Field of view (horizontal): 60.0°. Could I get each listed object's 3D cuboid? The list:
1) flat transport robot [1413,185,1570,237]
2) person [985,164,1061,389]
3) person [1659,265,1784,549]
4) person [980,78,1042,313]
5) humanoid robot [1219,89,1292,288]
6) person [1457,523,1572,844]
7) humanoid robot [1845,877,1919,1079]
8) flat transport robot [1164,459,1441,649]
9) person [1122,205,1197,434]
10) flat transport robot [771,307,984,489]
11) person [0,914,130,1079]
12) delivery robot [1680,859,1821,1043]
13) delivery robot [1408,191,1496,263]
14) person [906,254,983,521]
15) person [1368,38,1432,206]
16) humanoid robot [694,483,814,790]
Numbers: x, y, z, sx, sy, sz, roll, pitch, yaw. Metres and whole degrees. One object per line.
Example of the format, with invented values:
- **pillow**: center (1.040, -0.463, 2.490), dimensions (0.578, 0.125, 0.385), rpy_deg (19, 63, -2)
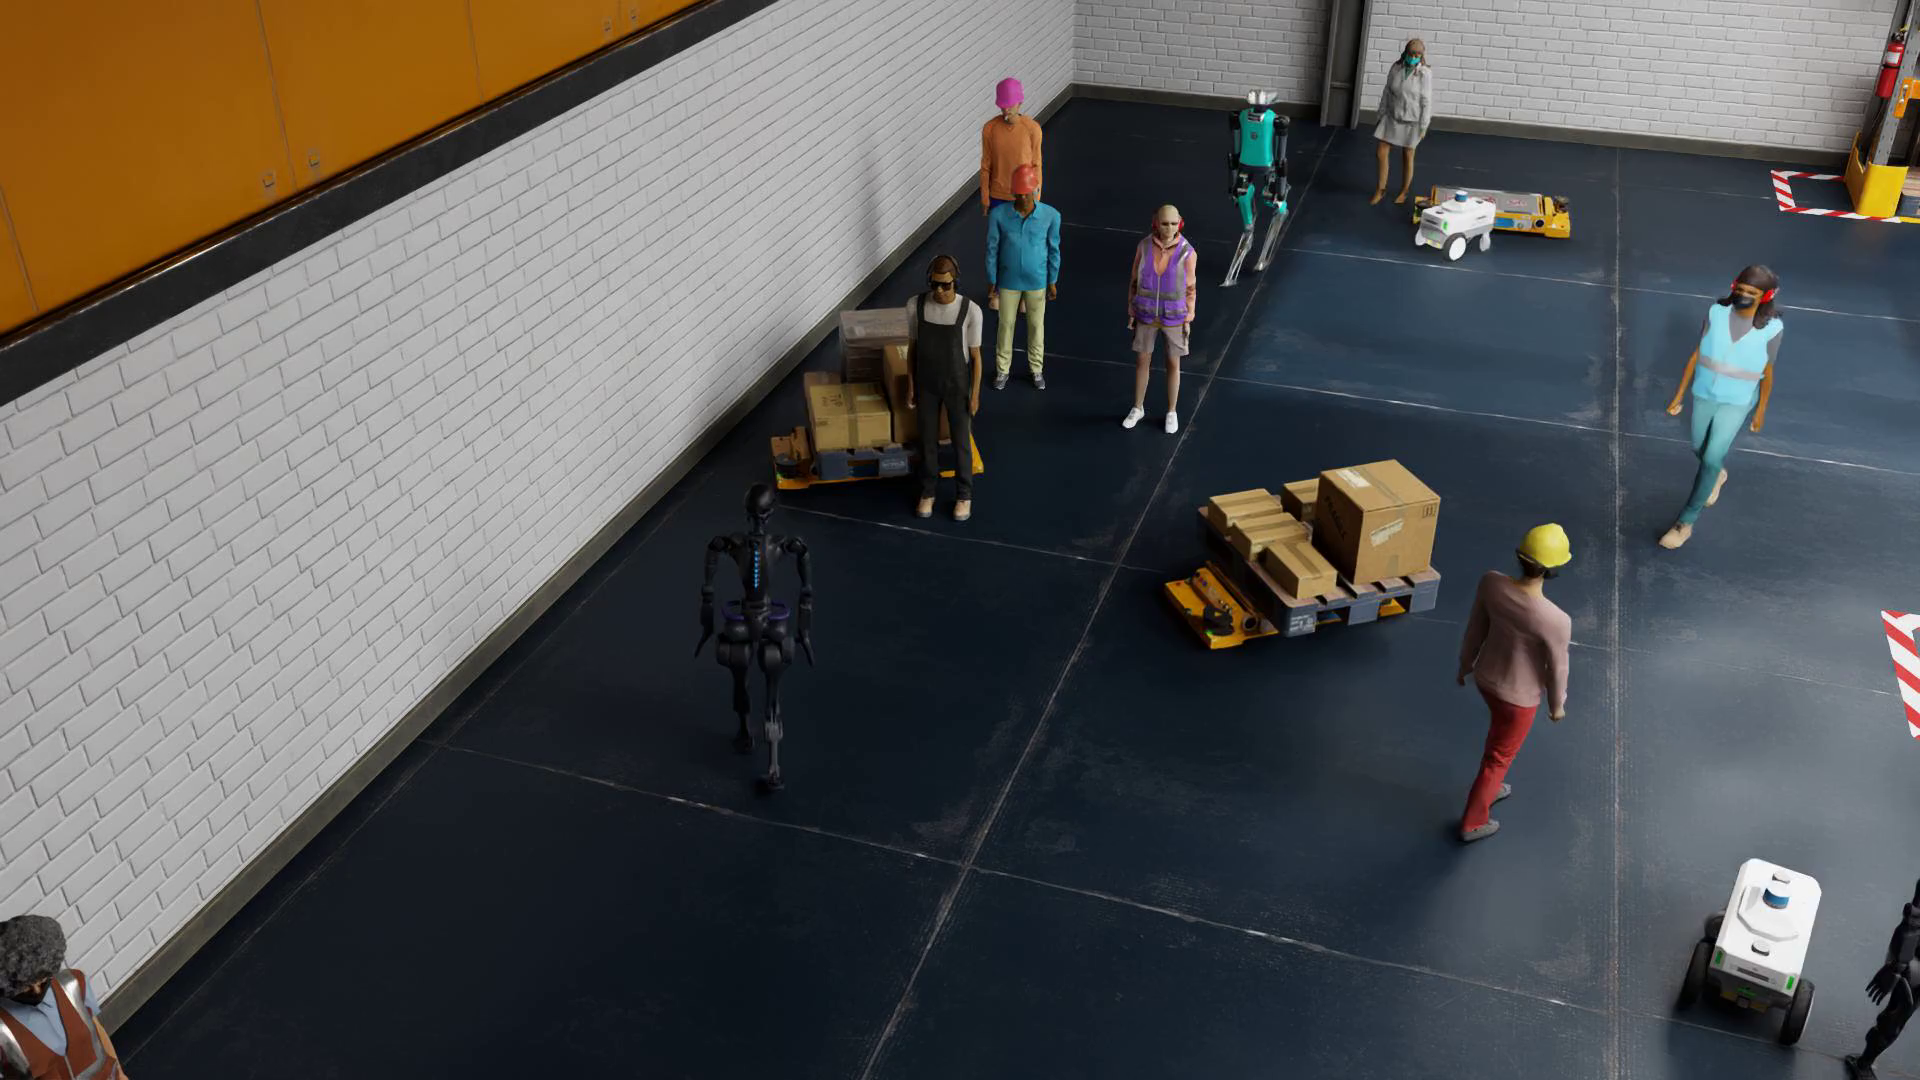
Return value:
- **flat transport robot**: center (5.113, -3.159, 15.999), dimensions (1.431, 0.231, 0.659), rpy_deg (8, 31, 13)
- **person**: center (0.470, -1.971, 12.513), dimensions (0.563, 1.751, 0.329), rpy_deg (0, 30, 1)
- **person**: center (4.882, -0.911, 10.641), dimensions (0.926, 1.834, 0.524), rpy_deg (-26, 39, -37)
- **person**: center (0.420, -2.858, 13.813), dimensions (0.517, 1.973, 0.400), rpy_deg (5, 31, 8)
- **humanoid robot**: center (2.619, -3.057, 14.395), dimensions (0.538, 1.779, 0.913), rpy_deg (17, 34, 26)
- **person**: center (2.713, 0.674, 8.014), dimensions (0.643, 1.747, 0.531), rpy_deg (-17, 34, -26)
- **humanoid robot**: center (3.881, 1.636, 6.454), dimensions (0.601, 1.641, 0.529), rpy_deg (0, 30, 0)
- **flat transport robot**: center (2.031, 0.303, 10.110), dimensions (1.431, 0.231, 0.659), rpy_deg (-10, 32, -16)
- **person**: center (1.438, -1.582, 11.909), dimensions (0.487, 1.694, 0.347), rpy_deg (10, 32, 16)
- **flat transport robot**: center (-0.593, -0.633, 11.703), dimensions (1.431, 0.231, 0.659), rpy_deg (-5, 31, -8)
- **person**: center (-3.115, 1.999, 5.822), dimensions (0.318, 1.686, 0.444), rpy_deg (18, 35, 28)
- **delivery robot**: center (3.517, 1.777, 7.327), dimensions (0.523, 0.602, 0.773), rpy_deg (18, 35, 27)
- **delivery robot**: center (4.540, -2.886, 15.269), dimensions (0.783, 0.612, 0.512), rpy_deg (-19, 35, -28)
- **person**: center (-0.106, -0.983, 10.757), dimensions (0.499, 1.839, 0.344), rpy_deg (8, 31, 14)
- **person**: center (4.278, -4.037, 16.126), dimensions (0.554, 1.632, 0.594), rpy_deg (20, 36, 30)
- **humanoid robot**: center (-1.050, 0.495, 8.437), dimensions (0.621, 1.640, 0.657), rpy_deg (-3, 31, -5)
